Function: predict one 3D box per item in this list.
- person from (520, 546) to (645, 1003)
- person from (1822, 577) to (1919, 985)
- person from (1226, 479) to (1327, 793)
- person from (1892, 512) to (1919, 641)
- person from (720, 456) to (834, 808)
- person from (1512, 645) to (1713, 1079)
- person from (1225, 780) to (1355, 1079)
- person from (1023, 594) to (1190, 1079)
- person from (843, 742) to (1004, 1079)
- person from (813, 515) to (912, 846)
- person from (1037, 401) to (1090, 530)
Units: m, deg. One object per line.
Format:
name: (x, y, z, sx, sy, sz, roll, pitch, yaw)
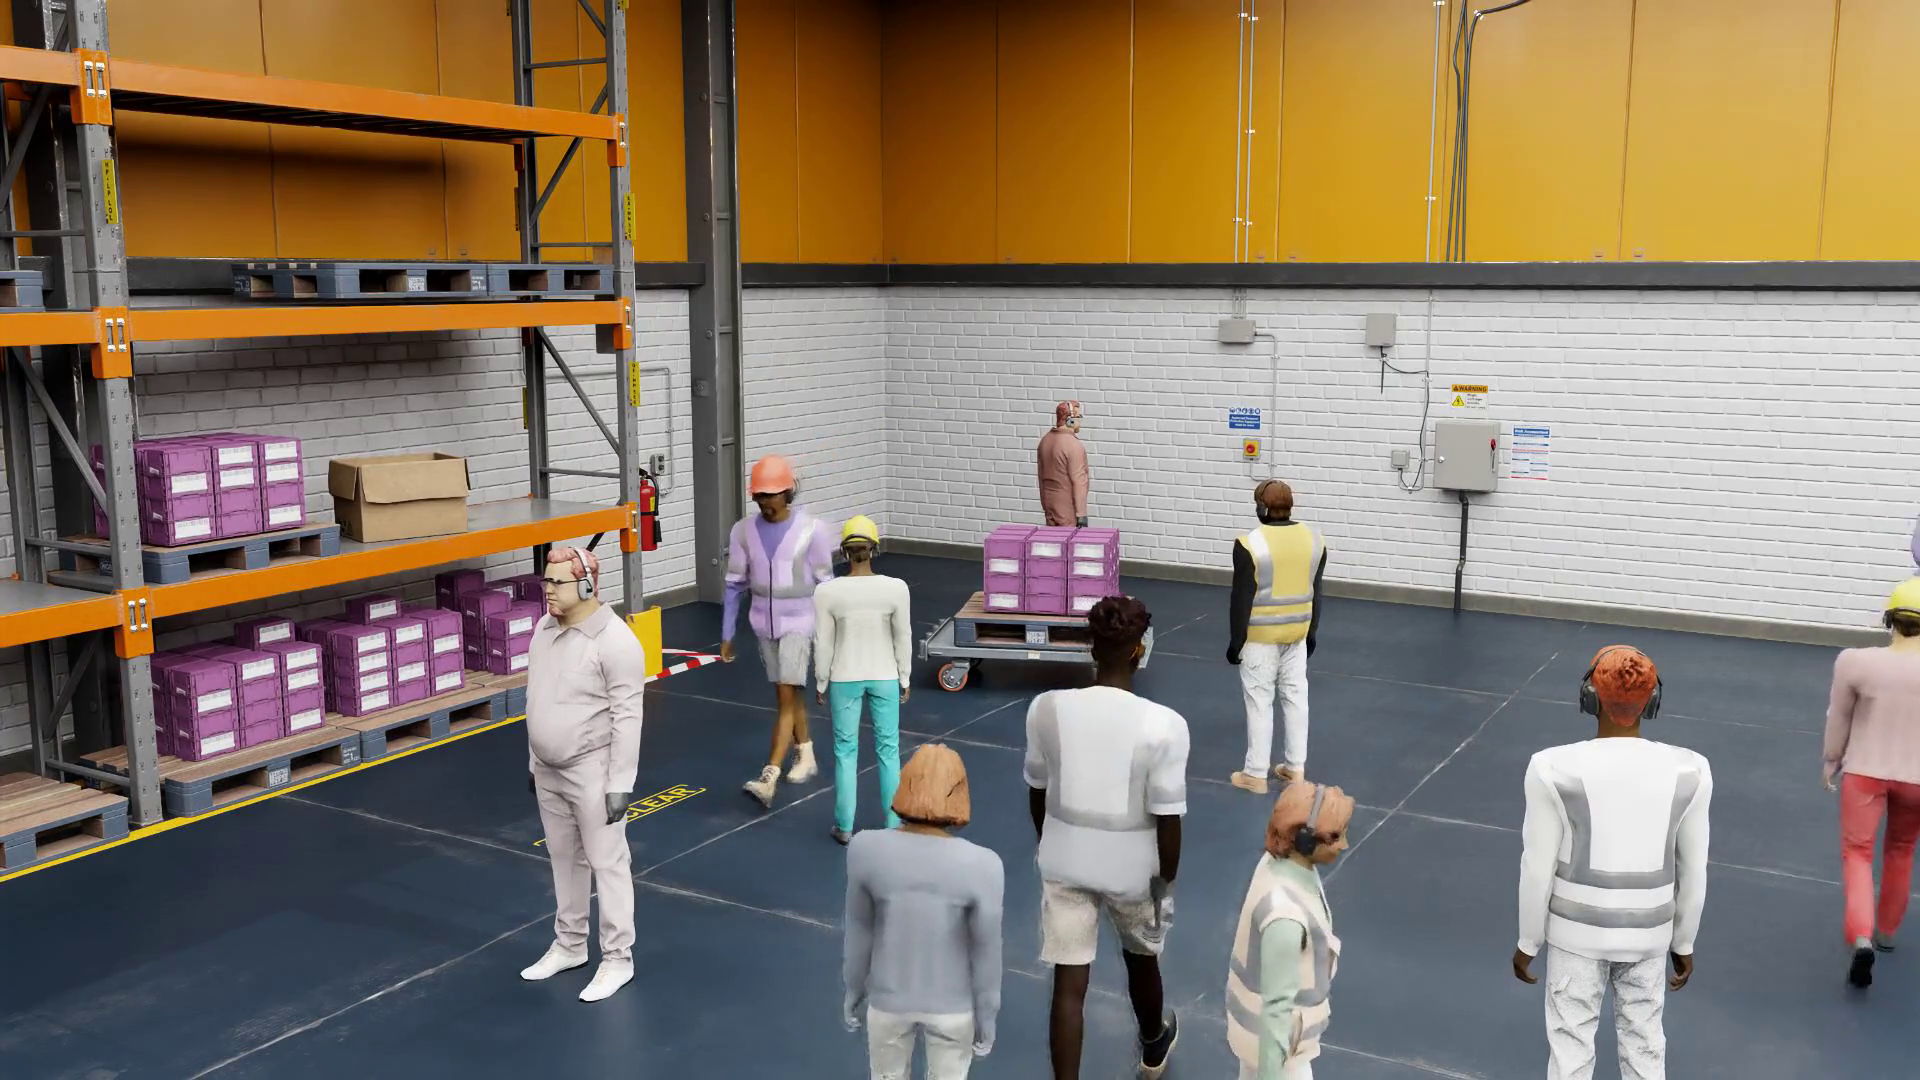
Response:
person: (-1.612, 0.968, 6.997, 0.642, 1.909, 0.409, 7, 11, 37)
person: (4.025, 1.025, 7.190, 0.518, 1.730, 0.828, 4, 10, 23)
person: (1.829, 0.559, 9.759, 0.634, 1.839, 0.429, -4, 10, -25)
person: (6.751, 0.242, 11.627, 0.821, 1.878, 0.650, 2, 9, 14)
person: (-1.080, 0.515, 9.559, 0.634, 1.983, 1.044, 3, 10, 21)
person: (2.044, 1.258, 5.262, 0.575, 1.883, 0.355, 0, 9, 2)
person: (0.846, 1.454, 4.857, 0.687, 1.614, 0.561, 2, 9, 10)
person: (0.534, 1.133, 5.959, 0.612, 1.906, 0.977, 3, 10, 17)
person: (-0.129, 1.424, 5.034, 0.516, 1.616, 0.500, 2, 9, 11)
person: (-0.516, 0.747, 8.842, 0.523, 1.760, 0.327, -1, 9, -7)
person: (0.959, -0.289, 14.840, 0.407, 1.906, 0.655, -5, 10, -28)
